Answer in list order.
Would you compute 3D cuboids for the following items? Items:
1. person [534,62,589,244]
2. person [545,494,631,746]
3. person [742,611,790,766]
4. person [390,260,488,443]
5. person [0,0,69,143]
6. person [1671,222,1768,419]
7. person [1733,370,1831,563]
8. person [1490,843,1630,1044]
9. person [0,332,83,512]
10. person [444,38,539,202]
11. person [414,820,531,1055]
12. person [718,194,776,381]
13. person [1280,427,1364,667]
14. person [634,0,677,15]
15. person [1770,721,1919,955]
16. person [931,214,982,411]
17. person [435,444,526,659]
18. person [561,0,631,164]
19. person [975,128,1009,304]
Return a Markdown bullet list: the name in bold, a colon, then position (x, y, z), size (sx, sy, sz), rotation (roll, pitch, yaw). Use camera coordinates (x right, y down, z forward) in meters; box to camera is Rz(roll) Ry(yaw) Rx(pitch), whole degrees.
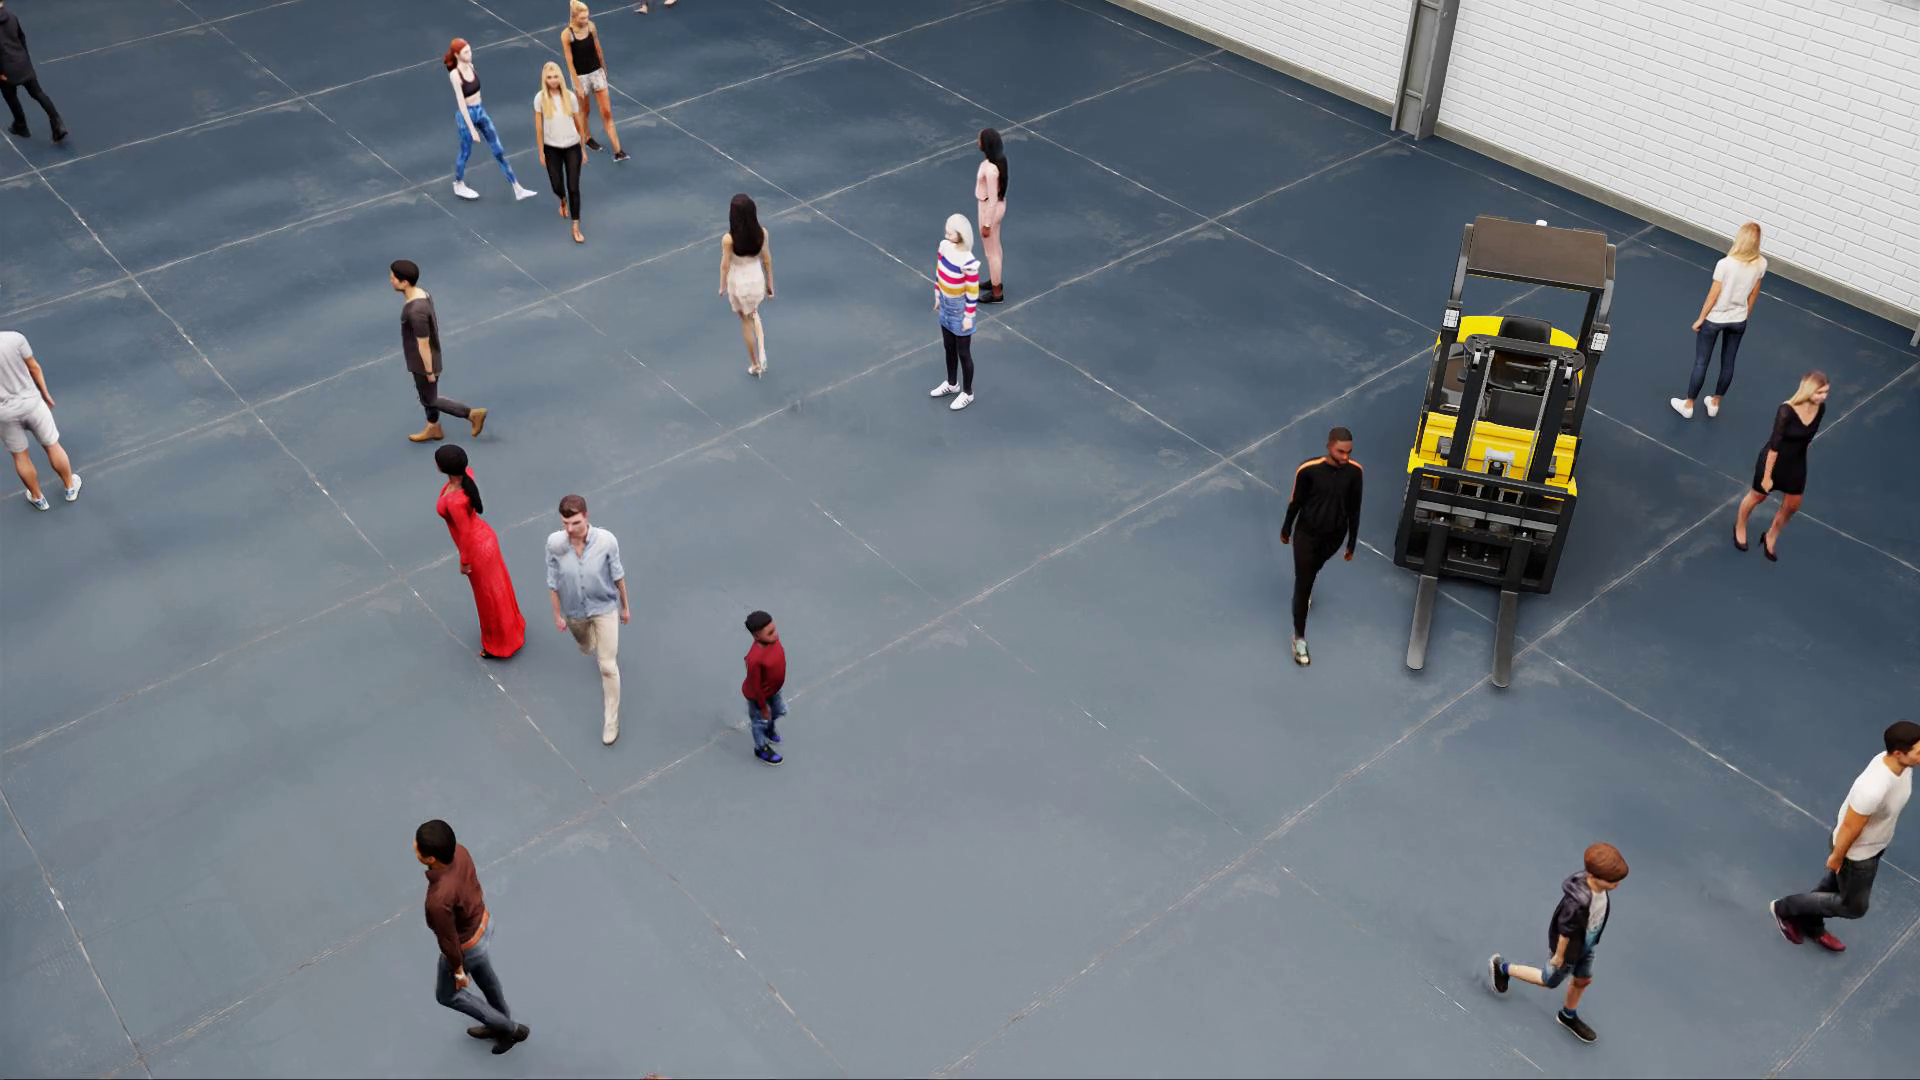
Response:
- **person**: position (-3.941, -3.869, 16.437), size (0.786, 1.816, 0.932), rotation (-13, 40, -15)
- **person**: position (-2.446, 0.402, 11.088), size (1.104, 1.818, 1.248), rotation (-1, 39, -2)
- **person**: position (-1.341, 0.939, 10.874), size (0.635, 1.245, 0.598), rotation (19, 42, 22)
- **person**: position (-4.308, -1.519, 13.585), size (0.932, 1.702, 0.962), rotation (-7, 39, -9)
- **person**: position (-10.242, -5.151, 18.095), size (1.207, 1.750, 0.918), rotation (18, 42, 22)
- **person**: position (6.384, -1.819, 13.878), size (0.674, 1.806, 0.702), rotation (-1, 39, -2)
- **person**: position (6.098, -0.603, 12.473), size (0.698, 1.659, 0.758), rotation (-7, 39, -8)
- **person**: position (3.338, 2.169, 9.184), size (0.564, 1.431, 0.891), rotation (-31, 48, -33)
- **person**: position (-7.321, -1.052, 12.878), size (0.709, 1.856, 0.612), rotation (-21, 43, -25)
- **person**: position (-5.044, -4.235, 16.970), size (1.253, 1.732, 1.007), rotation (12, 40, 15)
- **person**: position (-2.566, 2.153, 8.932), size (0.862, 1.771, 0.801), rotation (3, 39, 3)
- **person**: position (-1.789, -2.119, 14.318), size (0.639, 1.725, 0.643), rotation (-20, 43, -24)
- **person**: position (2.535, -0.099, 11.765), size (1.130, 1.755, 1.266), rotation (0, 39, -1)
- **person**: position (-3.855, -7.633, 21.229), size (1.109, 1.718, 1.014), rotation (14, 41, 17)
- **person**: position (5.063, 1.676, 9.519), size (0.728, 1.795, 0.682), rotation (30, 47, 32)
- **person**: position (-0.021, -1.948, 14.036), size (0.715, 1.810, 0.453), rotation (-26, 45, -29)
- **person**: position (-3.349, 0.069, 11.537), size (0.808, 1.787, 0.725), rotation (-3, 39, -4)
- **person**: position (-4.050, -4.977, 17.843), size (0.704, 1.792, 1.136), rotation (-28, 46, -30)
- **person**: position (0.293, -3.019, 15.450), size (0.747, 1.720, 0.687), rotation (3, 39, 4)
